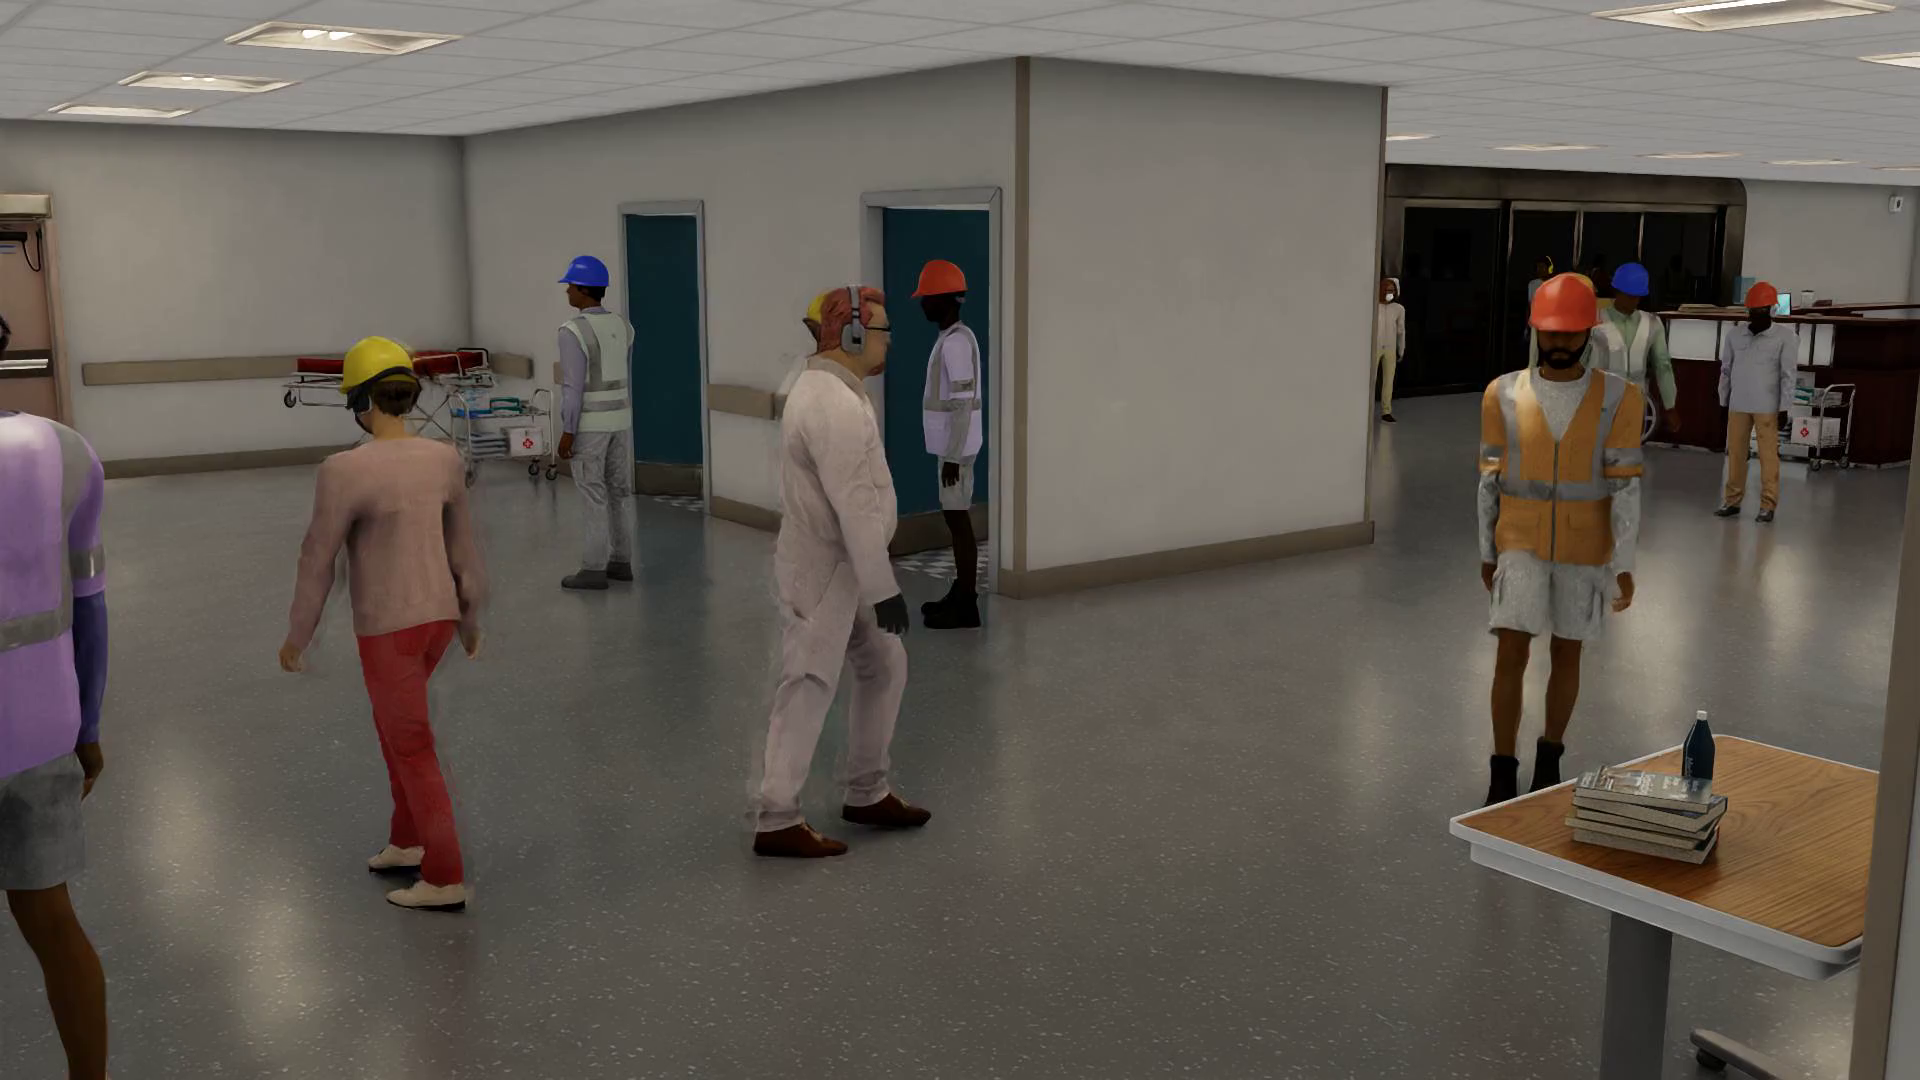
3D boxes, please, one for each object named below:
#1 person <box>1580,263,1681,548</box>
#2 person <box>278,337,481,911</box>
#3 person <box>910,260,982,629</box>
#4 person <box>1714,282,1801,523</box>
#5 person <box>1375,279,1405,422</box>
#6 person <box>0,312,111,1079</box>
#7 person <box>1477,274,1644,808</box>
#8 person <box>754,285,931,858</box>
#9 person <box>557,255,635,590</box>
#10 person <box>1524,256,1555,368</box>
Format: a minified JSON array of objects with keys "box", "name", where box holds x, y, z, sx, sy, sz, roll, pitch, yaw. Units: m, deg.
[{"box":[4.404,-0.885,11.052,0.634,1.878,1.000,-2,10,-9],"name":"person"},{"box":[-1.767,0.261,5.076,0.659,1.739,0.538,4,11,22],"name":"person"},{"box":[-0.072,-0.497,8.762,0.377,1.932,0.551,0,10,-2],"name":"person"},{"box":[5.787,-1.001,12.130,0.356,1.744,0.565,-7,12,-35],"name":"person"},{"box":[4.780,-2.133,18.804,0.506,1.626,0.290,-1,10,-6],"name":"person"},{"box":[-2.044,0.410,3.436,0.409,2.029,0.615,4,11,20],"name":"person"},{"box":[2.062,0.045,5.780,0.551,1.905,0.793,4,11,20],"name":"person"},{"box":[-0.357,0.117,5.483,0.755,1.885,0.640,0,10,-3],"name":"person"},{"box":[-2.137,-0.684,9.769,0.381,1.950,0.605,4,11,23],"name":"person"},{"box":[7.609,-2.769,21.701,0.513,1.863,0.329,9,13,41],"name":"person"}]
